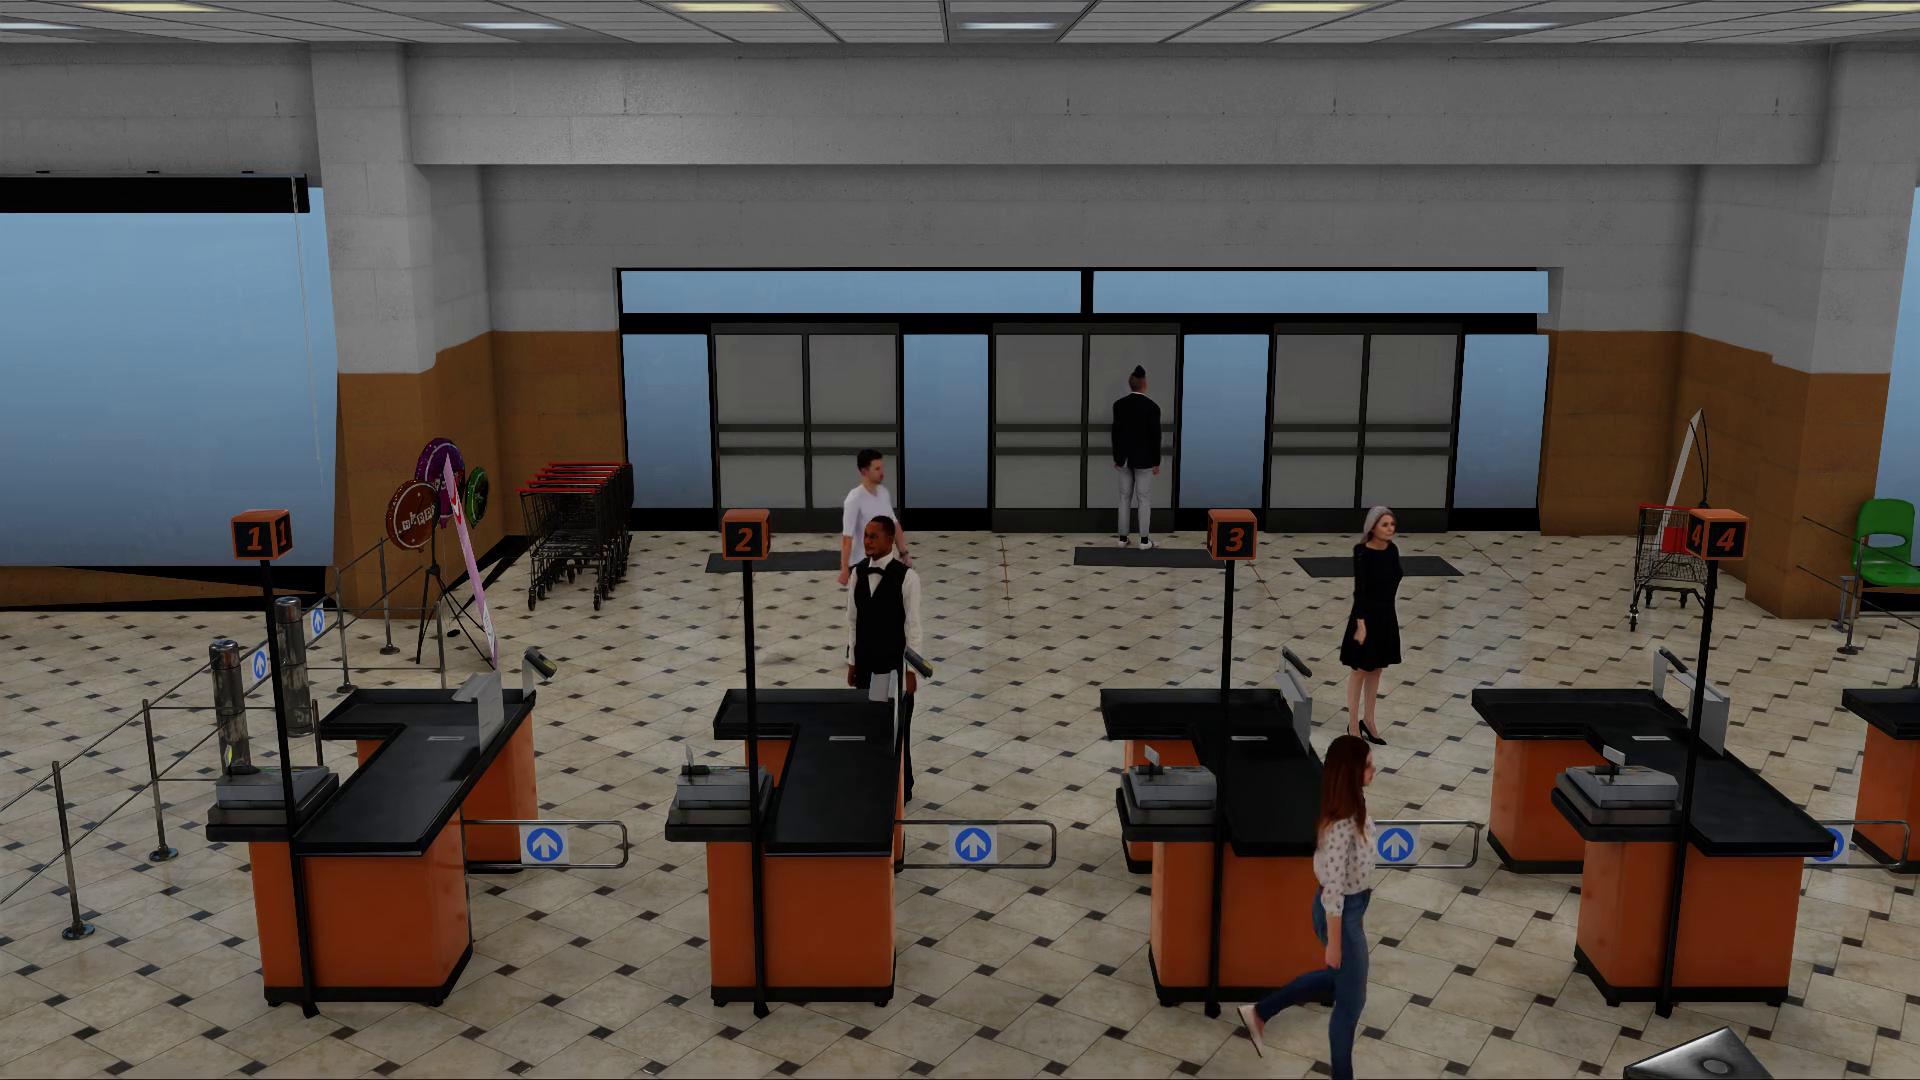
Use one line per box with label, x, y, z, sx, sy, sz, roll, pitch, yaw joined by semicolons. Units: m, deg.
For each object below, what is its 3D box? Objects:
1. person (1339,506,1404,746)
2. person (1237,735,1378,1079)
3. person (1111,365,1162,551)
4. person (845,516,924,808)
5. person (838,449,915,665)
person;2.915;0.609;11.723;0.699;1.747;0.734;-9;16;-33
person;1.608;1.673;7.406;0.811;1.714;0.938;4;14;17
person;1.836;-0.871;17.402;0.793;1.948;0.788;8;16;29
person;-0.482;0.776;10.673;0.785;1.918;0.784;9;16;32
person;-0.817;0.166;13.379;1.009;1.827;1.005;7;15;26
